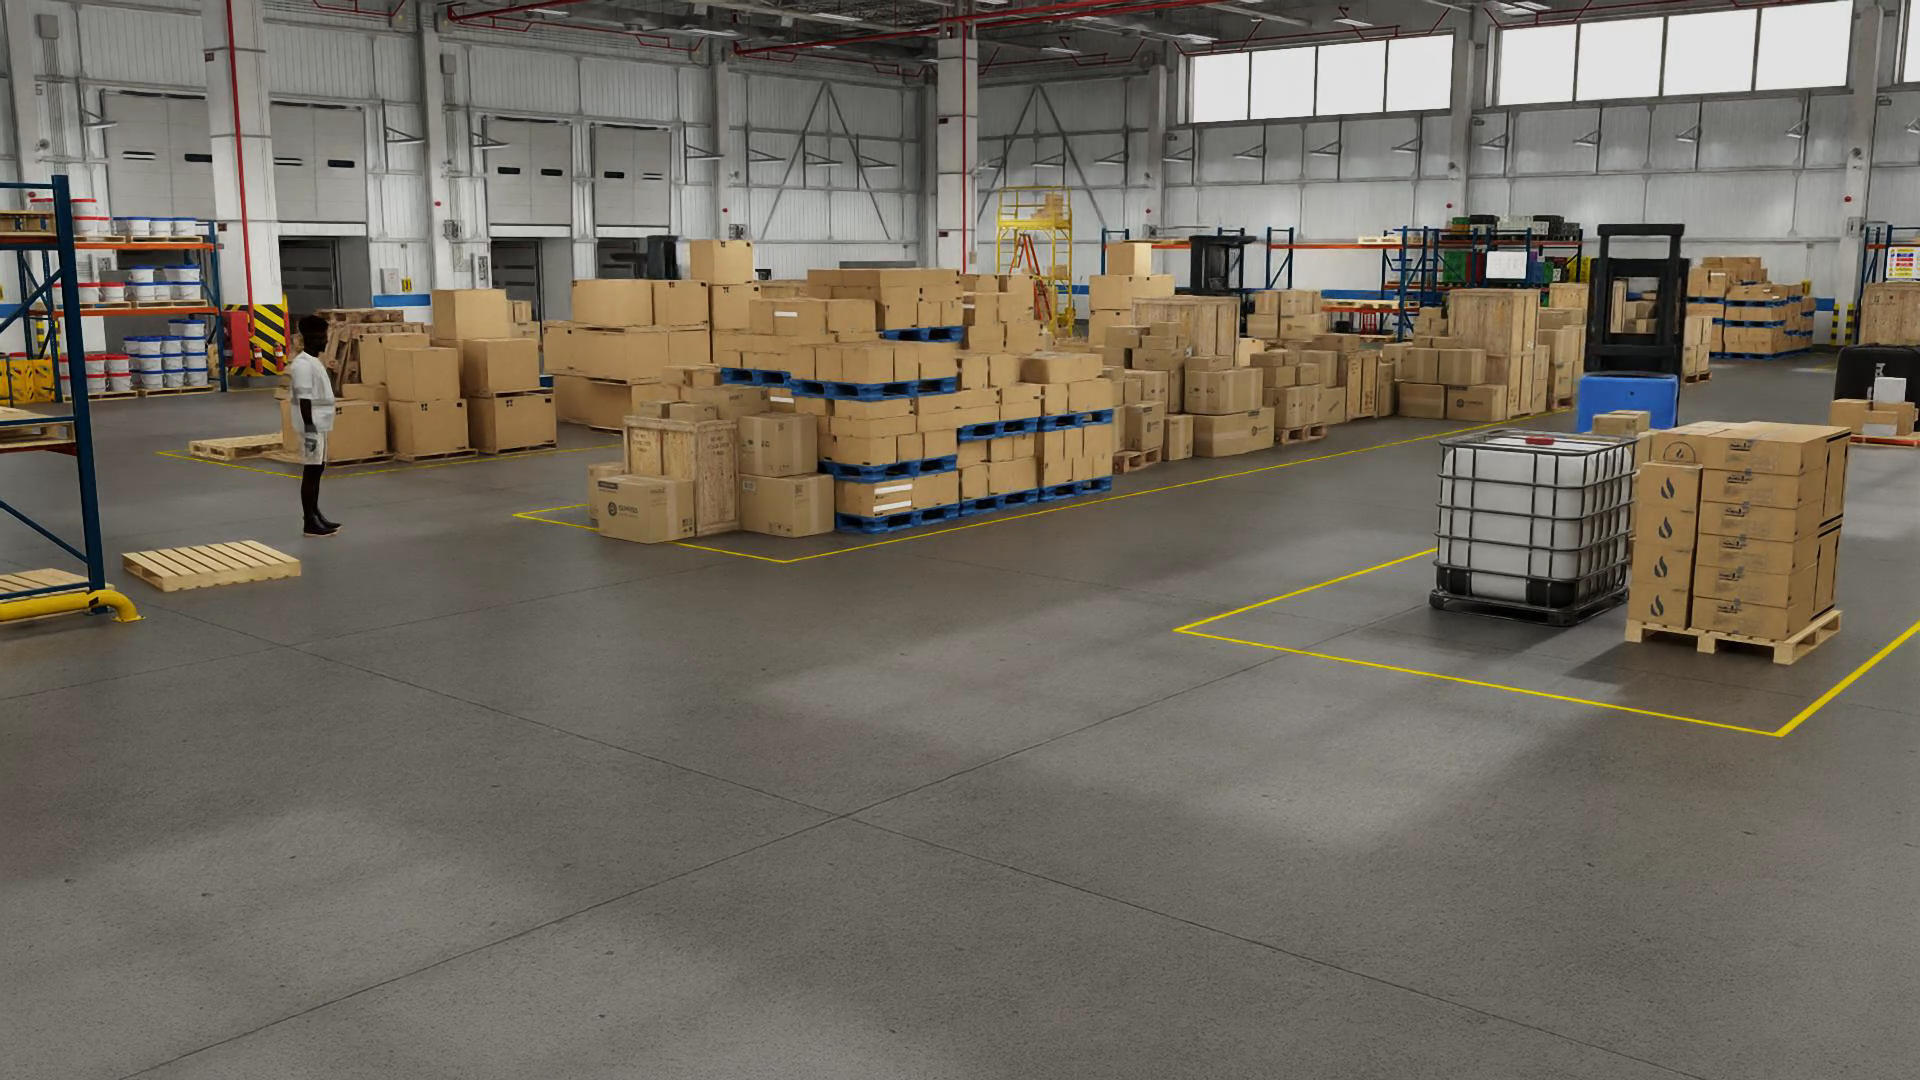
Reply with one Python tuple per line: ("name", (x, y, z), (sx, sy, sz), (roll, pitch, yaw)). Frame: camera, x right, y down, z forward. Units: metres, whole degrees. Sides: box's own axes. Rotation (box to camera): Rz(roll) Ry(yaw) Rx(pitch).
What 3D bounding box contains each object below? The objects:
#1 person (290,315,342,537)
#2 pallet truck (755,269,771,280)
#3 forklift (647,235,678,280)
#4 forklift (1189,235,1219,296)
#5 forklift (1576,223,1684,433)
("person", (-5.718, -1.010, 14.747), (0.366, 1.962, 0.614), (-2, 10, -12))
("pallet truck", (-4.996, -6.432, 45.525), (1.885, 1.965, 0.823), (-6, 12, -32))
("forklift", (-6.576, -5.380, 37.025), (1.873, 2.768, 1.129), (3, 10, 15))
("forklift", (5.426, -5.408, 37.182), (1.873, 2.768, 1.129), (7, 12, 33))
("forklift", (7.904, -2.309, 19.539), (1.129, 2.768, 1.873), (4, 11, 23))
